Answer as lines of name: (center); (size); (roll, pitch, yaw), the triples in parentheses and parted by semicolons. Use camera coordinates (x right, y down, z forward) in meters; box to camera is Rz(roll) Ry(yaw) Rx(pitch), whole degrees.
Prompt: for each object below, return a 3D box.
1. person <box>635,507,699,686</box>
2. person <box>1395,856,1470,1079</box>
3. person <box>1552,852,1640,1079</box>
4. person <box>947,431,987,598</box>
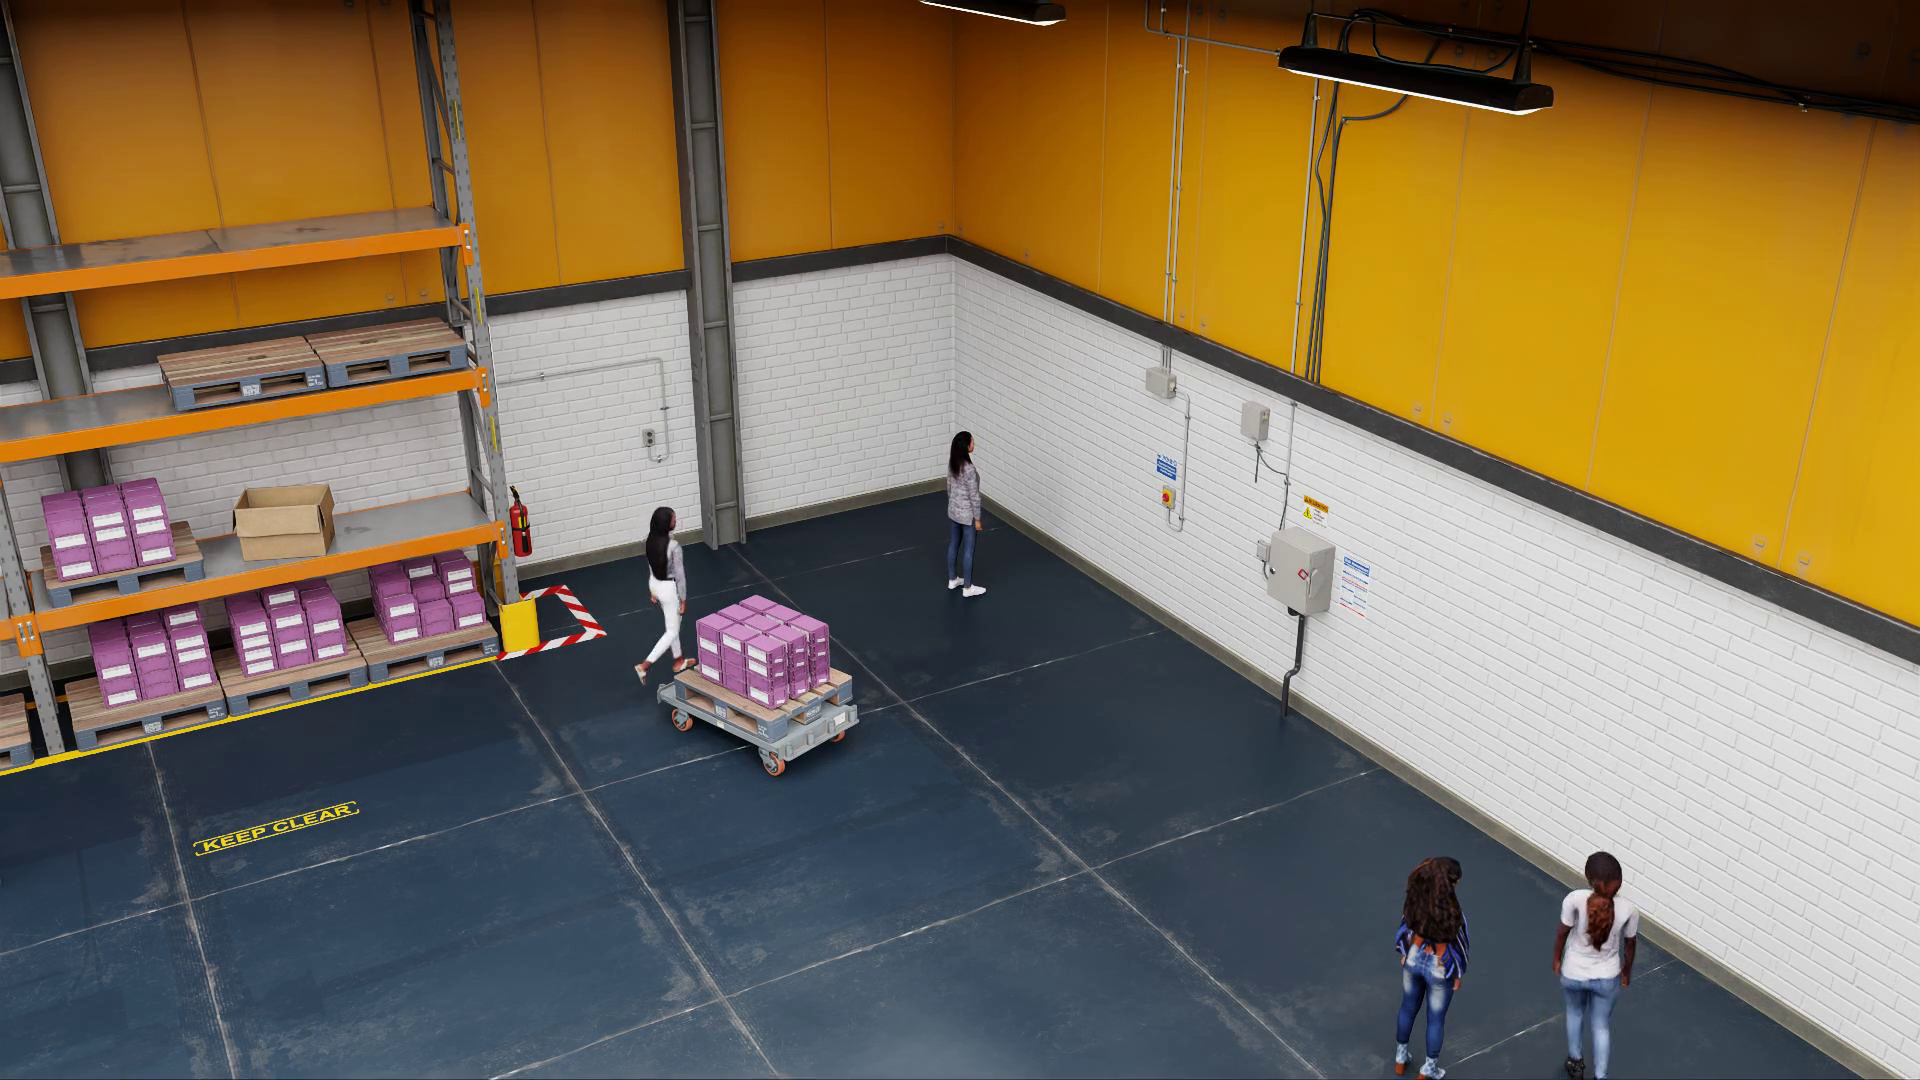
person: (-2.707, 0.534, 15.047); (0.851, 1.700, 1.125); (18, 29, 35)
person: (2.914, 2.649, 10.313); (0.665, 1.617, 0.633); (21, 31, 40)
person: (3.823, 2.687, 10.123); (0.761, 1.699, 0.817); (9, 25, 20)
person: (0.032, -0.283, 16.874); (0.551, 1.733, 0.630); (-17, 29, -33)
